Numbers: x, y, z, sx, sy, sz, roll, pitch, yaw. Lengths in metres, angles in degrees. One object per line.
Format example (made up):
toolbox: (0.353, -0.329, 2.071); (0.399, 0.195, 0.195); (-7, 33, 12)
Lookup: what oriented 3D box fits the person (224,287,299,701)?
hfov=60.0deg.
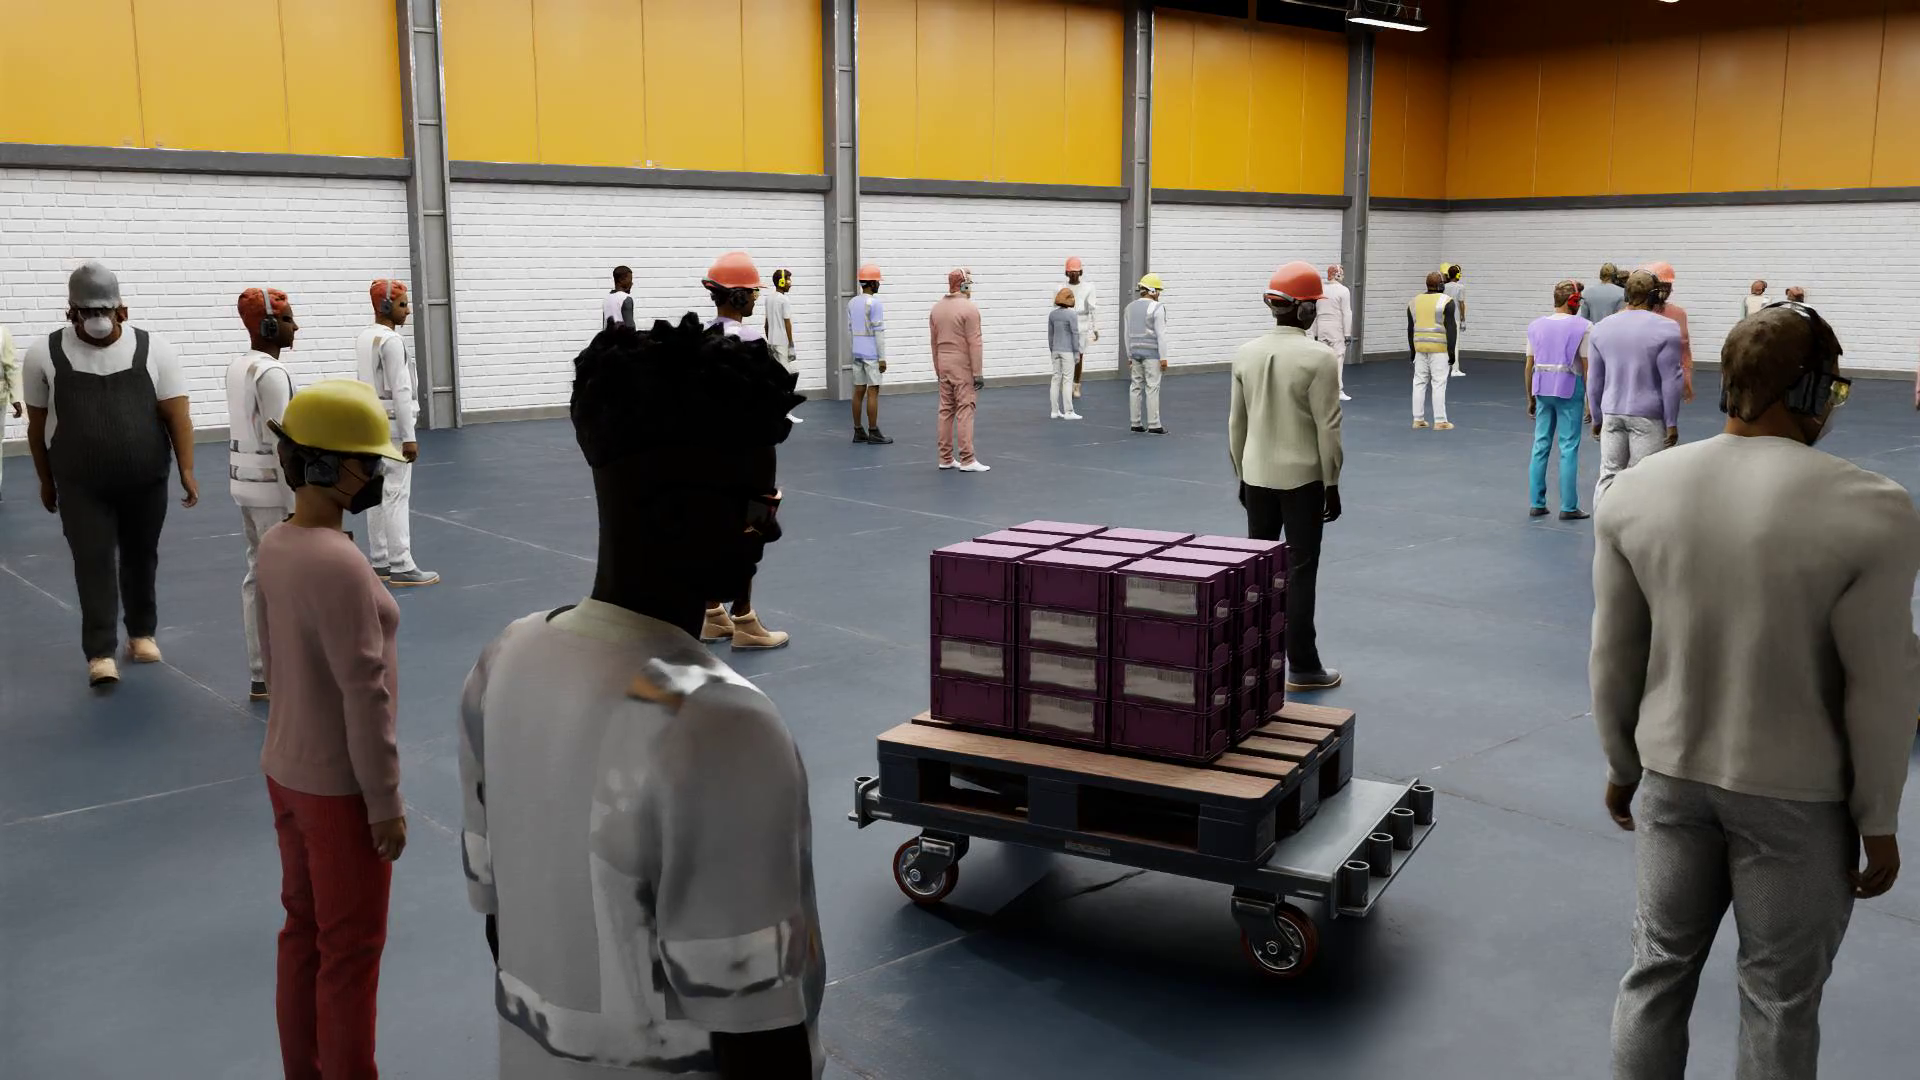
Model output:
person: (-3.067, -0.179, 7.452); (0.355, 1.883, 0.572); (-8, 13, -40)

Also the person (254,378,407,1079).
person: (-1.355, 0.528, 3.670); (0.328, 1.761, 0.523); (-8, 13, -40)

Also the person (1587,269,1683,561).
person: (4.385, -0.785, 10.836); (0.371, 1.940, 0.627); (-8, 13, -40)

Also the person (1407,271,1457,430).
person: (5.538, -2.209, 19.453); (0.430, 1.845, 0.619); (-8, 13, -40)

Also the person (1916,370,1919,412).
person: (8.258, -1.187, 13.769); (0.553, 1.742, 0.640); (3, 10, 19)

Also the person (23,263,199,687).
person: (-4.023, -0.340, 7.933); (0.702, 2.000, 0.991); (-6, 11, -31)

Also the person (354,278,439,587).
person: (-3.498, -0.654, 10.231); (0.355, 1.884, 0.572); (-8, 13, -40)

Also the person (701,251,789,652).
person: (-1.155, -0.450, 8.565); (0.382, 2.045, 0.605); (-8, 13, -40)

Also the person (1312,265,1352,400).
person: (5.252, -2.912, 23.400); (0.404, 1.903, 0.636); (-8, 13, -40)

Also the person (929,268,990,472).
person: (0.010, -1.595, 15.666); (0.404, 1.910, 0.636); (-8, 13, -40)

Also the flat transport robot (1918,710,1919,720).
flat transport robot: (4.208, 0.638, 7.379); (0.652, 0.197, 1.431); (-8, 13, -41)

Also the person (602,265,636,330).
person: (-3.892, -2.179, 19.072); (0.391, 1.914, 0.587); (-8, 13, -40)

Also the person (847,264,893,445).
person: (-0.976, -1.999, 17.938); (0.365, 1.939, 0.542); (-8, 13, -40)

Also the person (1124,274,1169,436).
person: (2.130, -2.090, 18.813); (0.404, 1.824, 0.586); (-8, 13, -40)

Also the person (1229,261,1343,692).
person: (1.538, -0.294, 7.791); (0.381, 1.996, 0.608); (-8, 13, -40)

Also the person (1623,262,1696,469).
person: (5.806, -1.308, 13.825); (0.618, 1.960, 0.932); (-3, 10, -16)

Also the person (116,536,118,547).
person: (-5.859, -0.812, 11.399); (0.517, 1.790, 0.997); (-6, 12, -33)

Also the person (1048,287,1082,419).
person: (1.302, -2.318, 20.697); (0.279, 1.634, 0.497); (-8, 13, -40)

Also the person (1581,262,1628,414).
person: (8.193, -2.547, 21.150); (0.371, 1.940, 0.627); (-8, 13, -40)

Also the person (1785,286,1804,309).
person: (11.183, -2.606, 22.461); (0.720, 1.610, 0.540); (-1, 10, -5)

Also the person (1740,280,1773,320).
person: (12.716, -3.325, 26.574); (0.312, 1.642, 0.512); (-8, 13, -40)

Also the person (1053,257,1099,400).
person: (1.629, -2.958, 23.377); (0.635, 1.988, 1.022); (0, 10, -1)

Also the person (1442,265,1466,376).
person: (8.320, -3.701, 28.102); (0.328, 1.874, 0.517); (-8, 13, -40)

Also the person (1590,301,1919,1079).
person: (1.565, 0.499, 3.335); (0.371, 1.935, 0.627); (-8, 13, -40)

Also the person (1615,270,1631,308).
person: (9.412, -2.902, 23.601); (0.631, 1.811, 0.873); (-3, 10, -16)

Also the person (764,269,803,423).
person: (-2.169, -2.348, 20.211); (0.328, 1.865, 0.517); (-8, 13, -40)

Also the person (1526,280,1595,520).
person: (4.611, -1.073, 12.816); (0.389, 1.838, 0.563); (-8, 13, -40)

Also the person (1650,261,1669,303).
person: (11.906, -3.809, 28.569); (0.374, 1.930, 0.542); (-8, 13, -40)

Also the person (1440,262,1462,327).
person: (8.527, -3.912, 29.191); (0.629, 1.913, 0.573); (7, 12, 37)

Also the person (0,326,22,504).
person: (-7.813, -1.122, 13.250); (0.591, 1.781, 0.964); (-7, 12, -36)

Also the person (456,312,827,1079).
person: (-0.337, 0.722, 1.948); (0.375, 1.959, 0.600); (-8, 13, -40)
